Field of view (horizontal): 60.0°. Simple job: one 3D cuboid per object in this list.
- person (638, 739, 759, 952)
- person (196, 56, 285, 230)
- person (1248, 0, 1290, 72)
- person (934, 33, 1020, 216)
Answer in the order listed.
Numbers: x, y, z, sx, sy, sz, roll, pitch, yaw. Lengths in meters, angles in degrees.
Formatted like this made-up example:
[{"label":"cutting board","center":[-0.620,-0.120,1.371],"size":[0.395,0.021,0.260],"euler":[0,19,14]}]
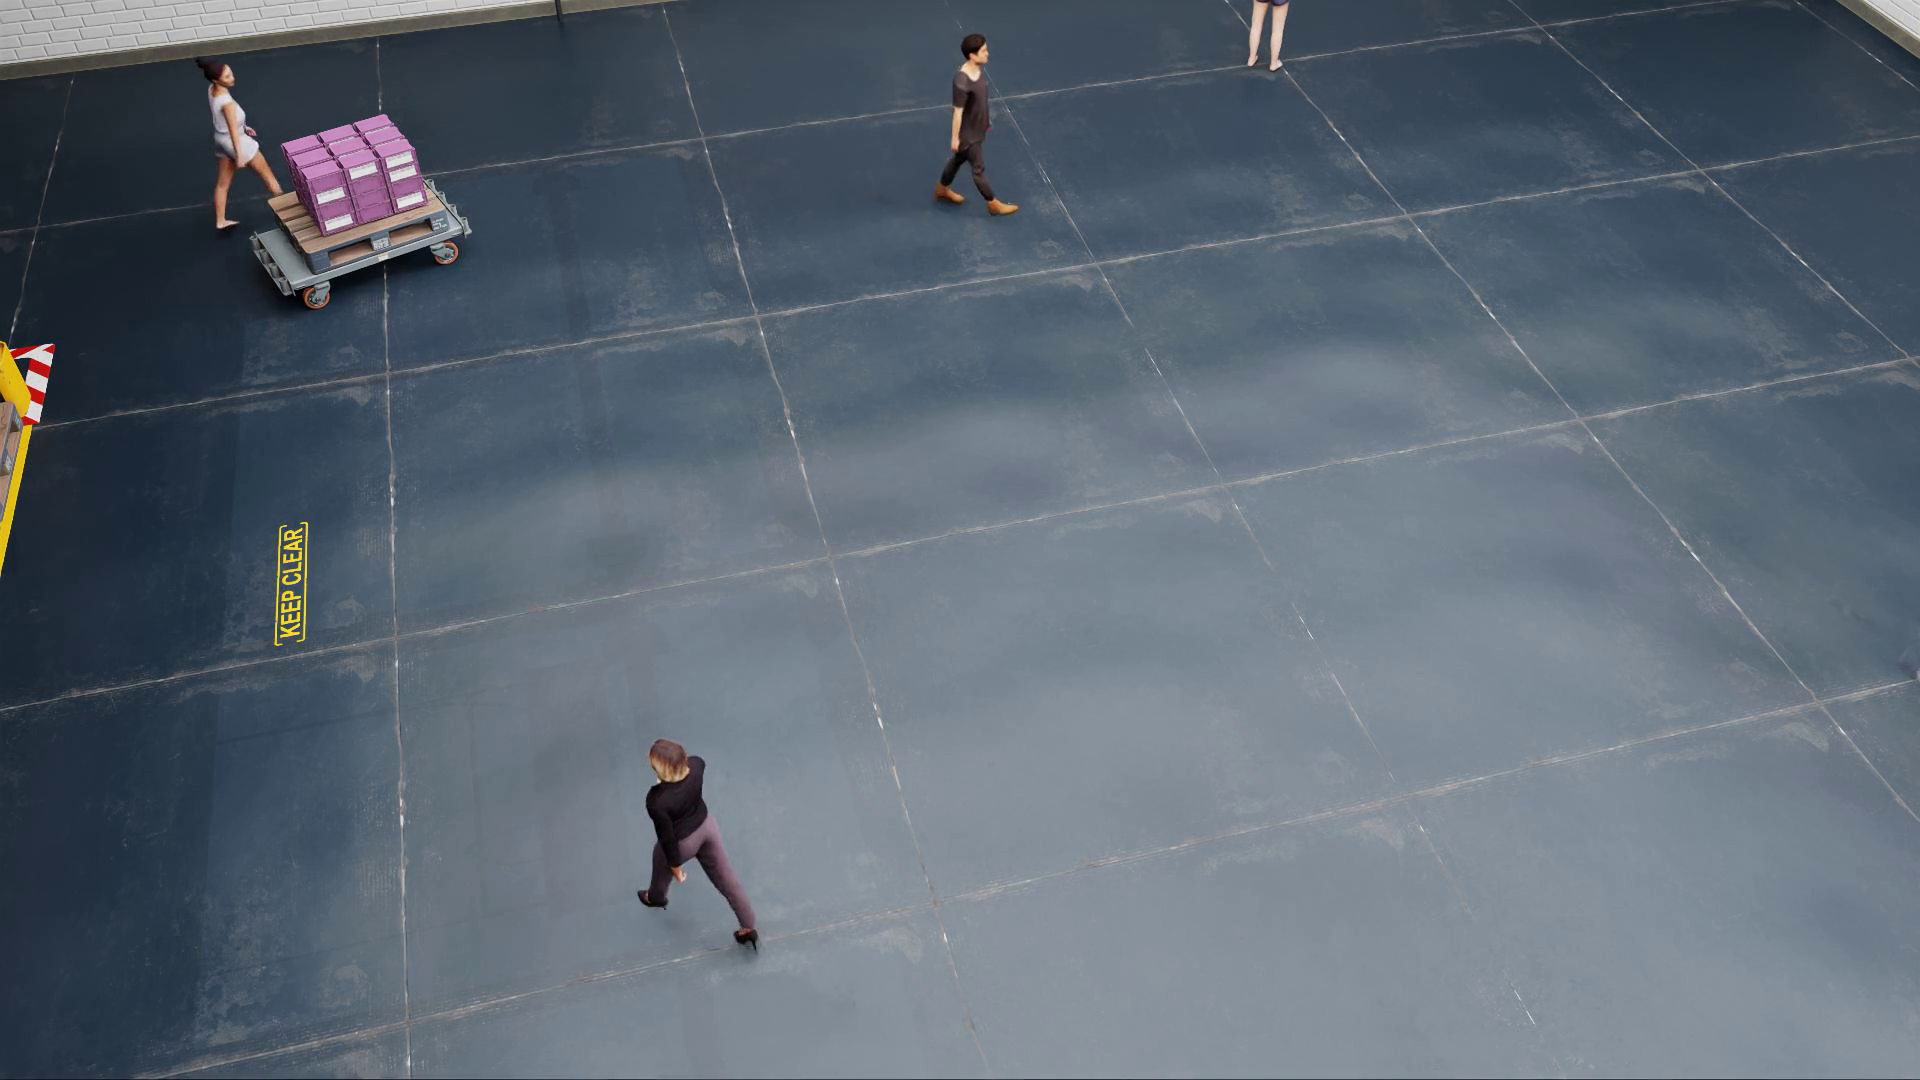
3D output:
[{"label":"person","center":[-1.388,1.682,9.018],"size":[1.108,1.617,1.023],"euler":[23,48,23]},{"label":"person","center":[-6.349,-3.390,14.360],"size":[1.069,1.592,1.007],"euler":[33,52,30]},{"label":"person","center":[3.099,-5.470,16.502],"size":[0.663,1.650,0.707],"euler":[18,47,18]},{"label":"person","center":[0.014,-3.629,14.547],"size":[1.049,1.680,1.098],"euler":[12,45,12]}]
